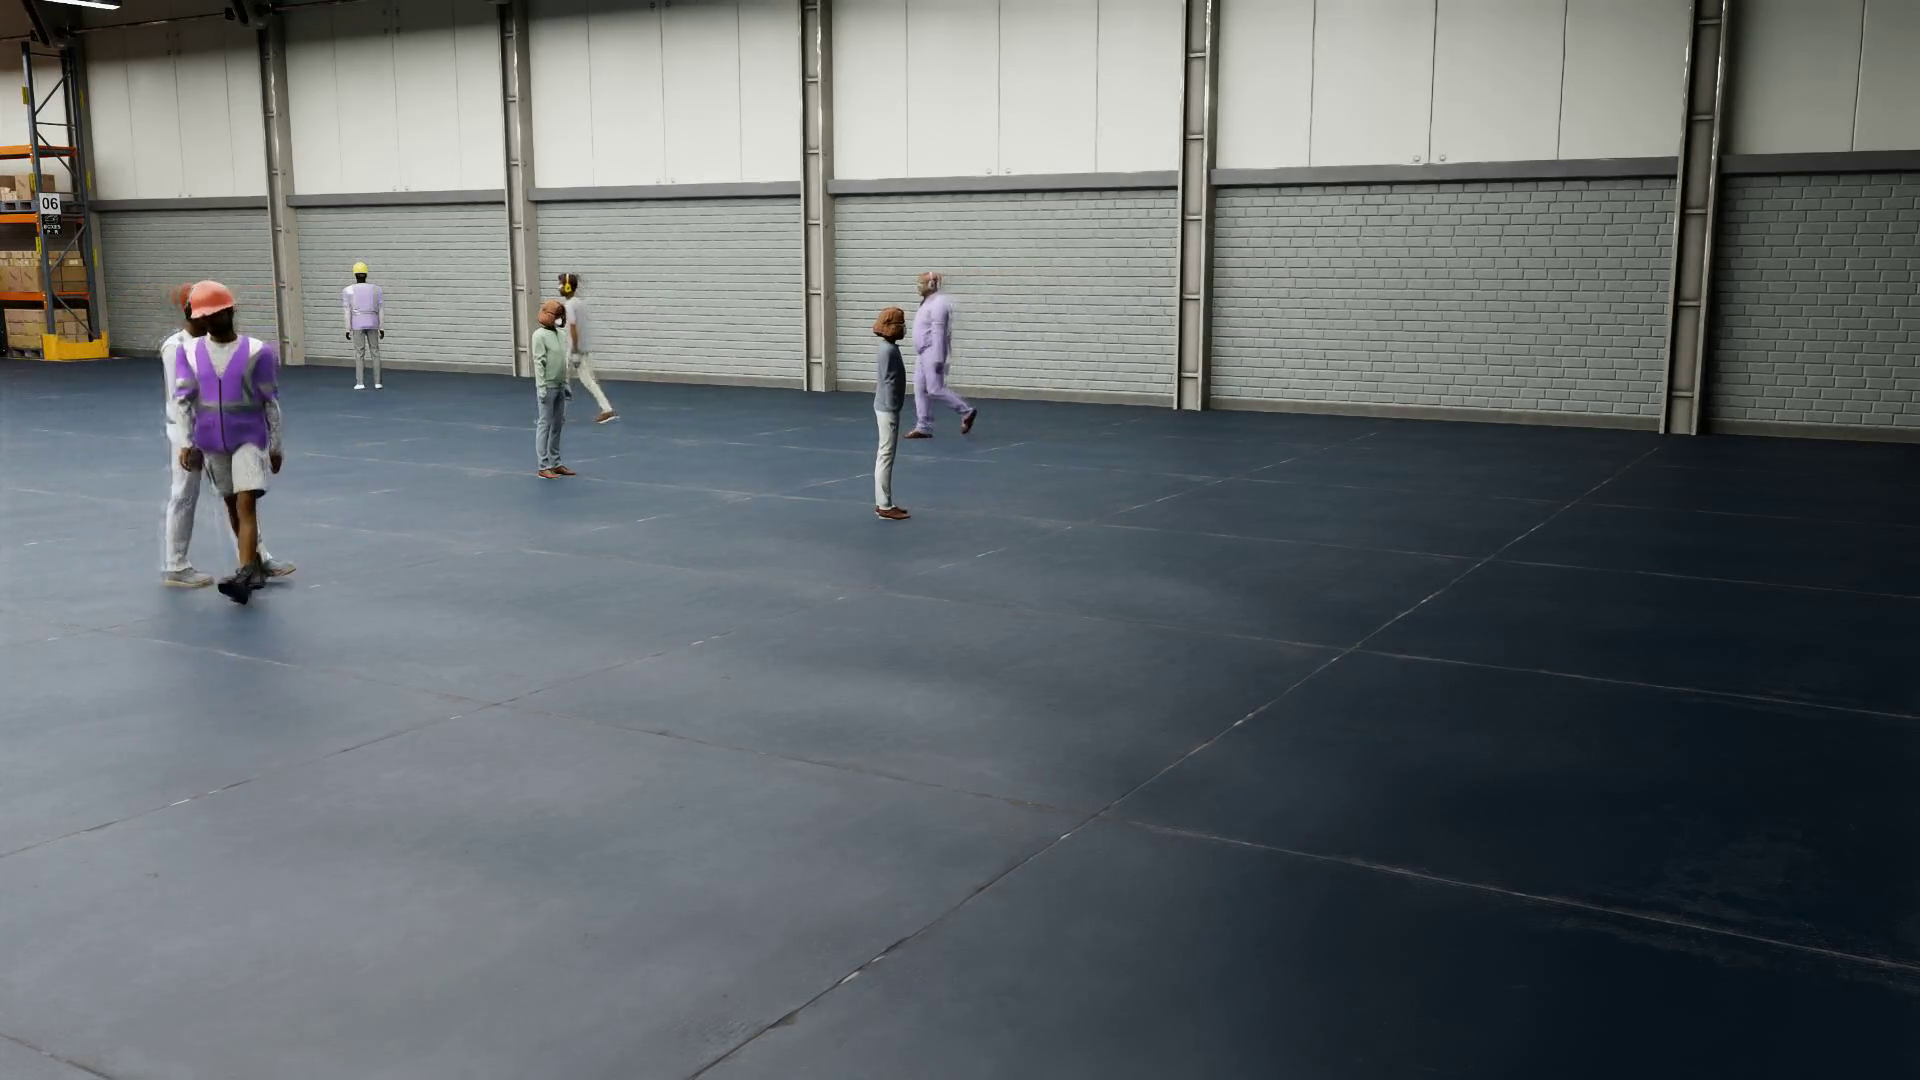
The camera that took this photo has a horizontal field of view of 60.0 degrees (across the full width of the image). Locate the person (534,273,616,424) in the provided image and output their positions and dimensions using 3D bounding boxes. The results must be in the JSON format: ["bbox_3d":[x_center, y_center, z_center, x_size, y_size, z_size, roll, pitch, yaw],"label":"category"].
[{"bbox_3d":[-4.613,-2.285,19.966,0.960,1.830,0.536,0,10,1],"label":"person"}]

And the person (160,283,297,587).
[{"bbox_3d":[-4.499,-0.620,10.112,0.869,1.848,0.619,1,10,5],"label":"person"}]

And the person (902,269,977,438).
[{"bbox_3d":[-0.241,-2.051,18.438,0.737,1.885,0.639,-3,10,-16],"label":"person"}]

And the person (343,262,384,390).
[{"bbox_3d":[-9.043,-3.244,25.256,0.587,1.930,0.359,-5,11,-29],"label":"person"}]

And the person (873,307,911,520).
[{"bbox_3d":[-0.529,-0.979,12.860,0.279,1.634,0.498,-1,10,-5],"label":"person"}]

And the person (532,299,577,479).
[{"bbox_3d":[-3.717,-1.379,15.203,0.278,1.633,0.499,3,10,16],"label":"person"}]

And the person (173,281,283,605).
[{"bbox_3d":[-4.304,-0.572,9.774,0.546,1.871,1.021,-1,10,-7],"label":"person"}]
